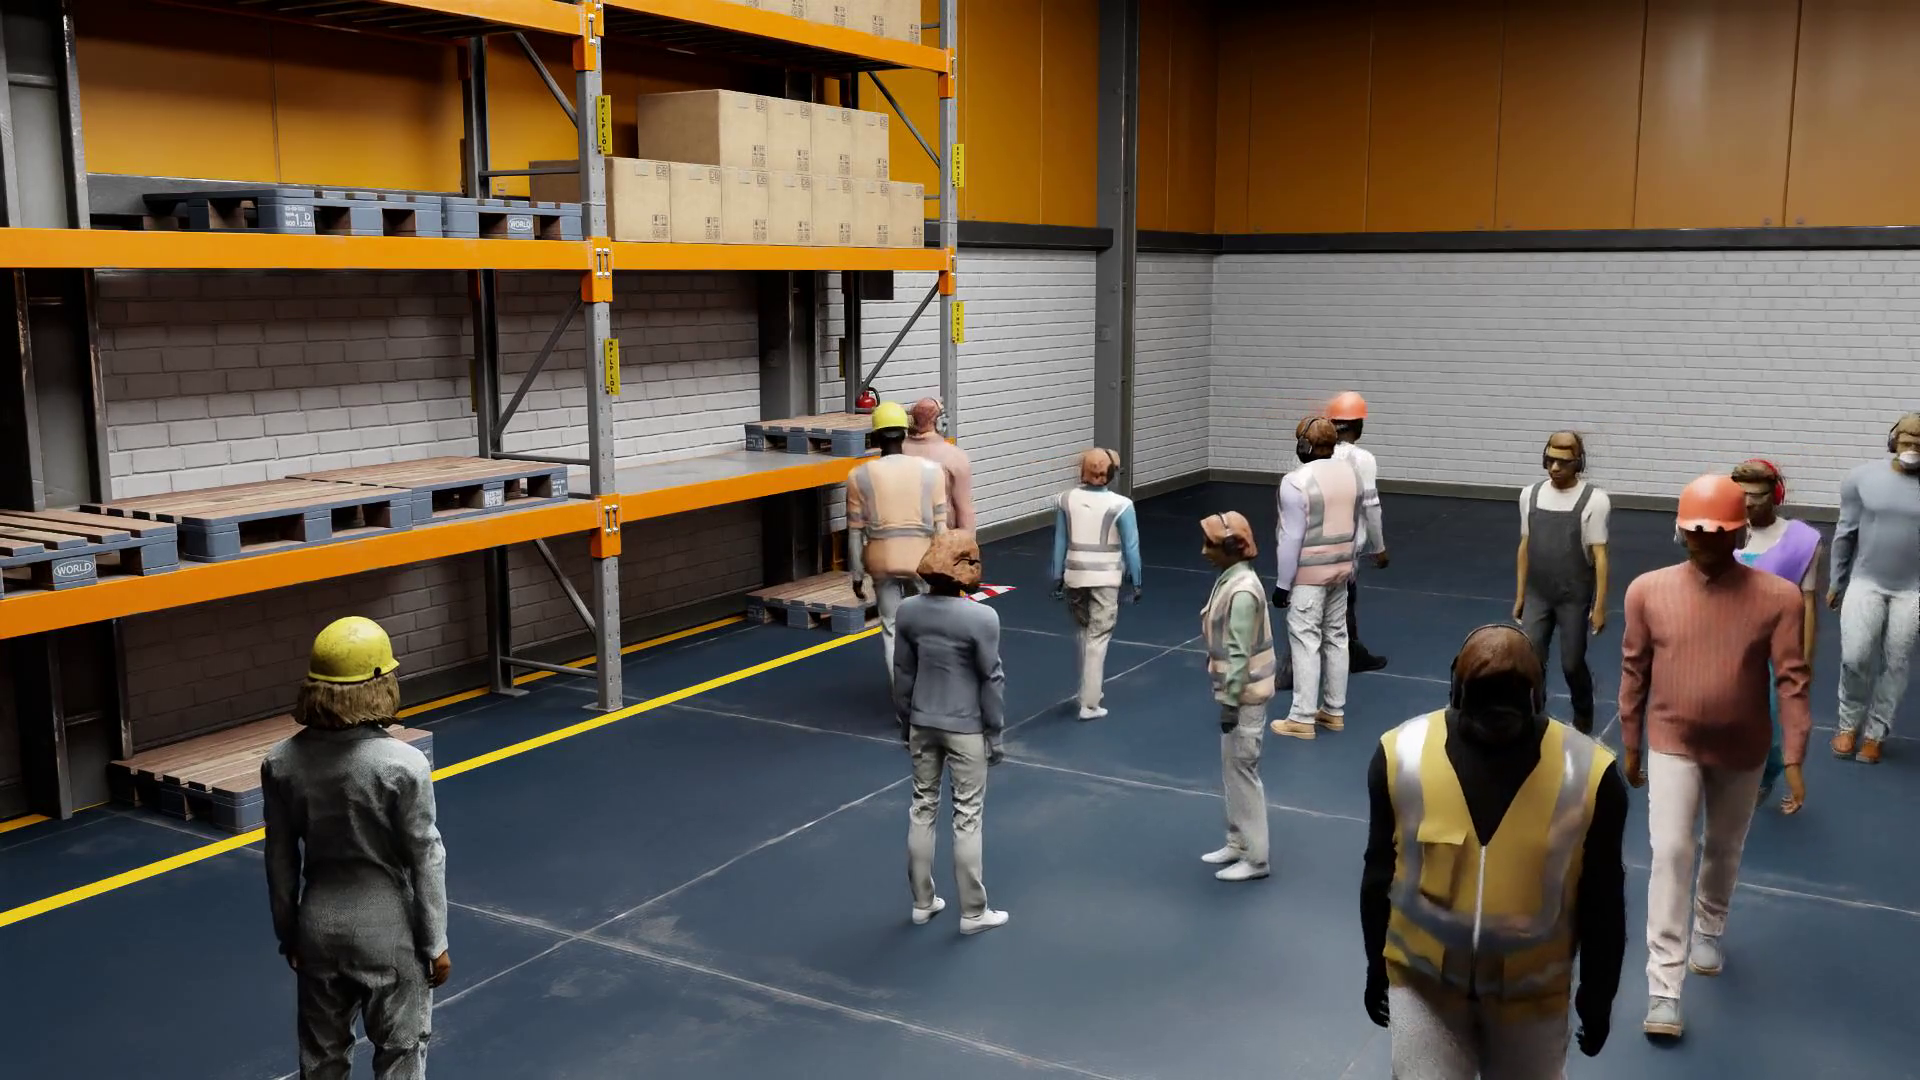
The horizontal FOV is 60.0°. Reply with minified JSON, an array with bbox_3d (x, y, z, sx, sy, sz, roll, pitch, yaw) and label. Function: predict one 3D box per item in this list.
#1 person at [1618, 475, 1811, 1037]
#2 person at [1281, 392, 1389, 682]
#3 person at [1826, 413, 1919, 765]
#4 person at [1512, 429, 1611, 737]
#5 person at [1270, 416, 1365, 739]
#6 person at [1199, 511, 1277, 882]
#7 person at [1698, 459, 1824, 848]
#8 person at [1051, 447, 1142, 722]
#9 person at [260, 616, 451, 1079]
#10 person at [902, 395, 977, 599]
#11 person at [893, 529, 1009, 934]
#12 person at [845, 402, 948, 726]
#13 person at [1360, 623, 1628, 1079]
[{"bbox_3d":[2.699,0.728,6.000,0.621,1.949,1.022,4,10,23],"label":"person"},{"bbox_3d":[2.430,-0.007,10.749,0.998,1.900,0.540,-5,10,-28],"label":"person"},{"bbox_3d":[4.991,0.276,8.883,0.648,1.915,0.488,5,11,31],"label":"person"},{"bbox_3d":[3.257,0.305,9.004,0.529,1.823,0.751,9,13,44],"label":"person"},{"bbox_3d":[2.015,0.213,9.515,0.624,1.844,0.430,-7,11,-36],"label":"person"},{"bbox_3d":[1.208,0.677,7.290,0.343,1.630,0.523,0,9,2],"label":"person"},{"bbox_3d":[3.708,0.507,7.807,0.574,1.810,0.729,6,11,34],"label":"person"},{"bbox_3d":[0.852,0.251,9.972,0.541,1.615,0.649,6,11,33],"label":"person"},{"bbox_3d":[-1.608,1.065,4.501,0.493,1.743,0.297,1,9,9],"label":"person"},{"bbox_3d":[-0.200,0.047,10.377,0.660,1.892,0.619,6,11,34],"label":"person"},{"bbox_3d":[-0.039,0.765,6.710,0.500,1.633,0.289,6,11,33],"label":"person"},{"bbox_3d":[-0.363,0.148,9.725,0.613,1.897,0.476,-1,9,-8],"label":"person"},{"bbox_3d":[1.335,1.076,4.216,0.635,1.821,0.702,4,10,21],"label":"person"}]
